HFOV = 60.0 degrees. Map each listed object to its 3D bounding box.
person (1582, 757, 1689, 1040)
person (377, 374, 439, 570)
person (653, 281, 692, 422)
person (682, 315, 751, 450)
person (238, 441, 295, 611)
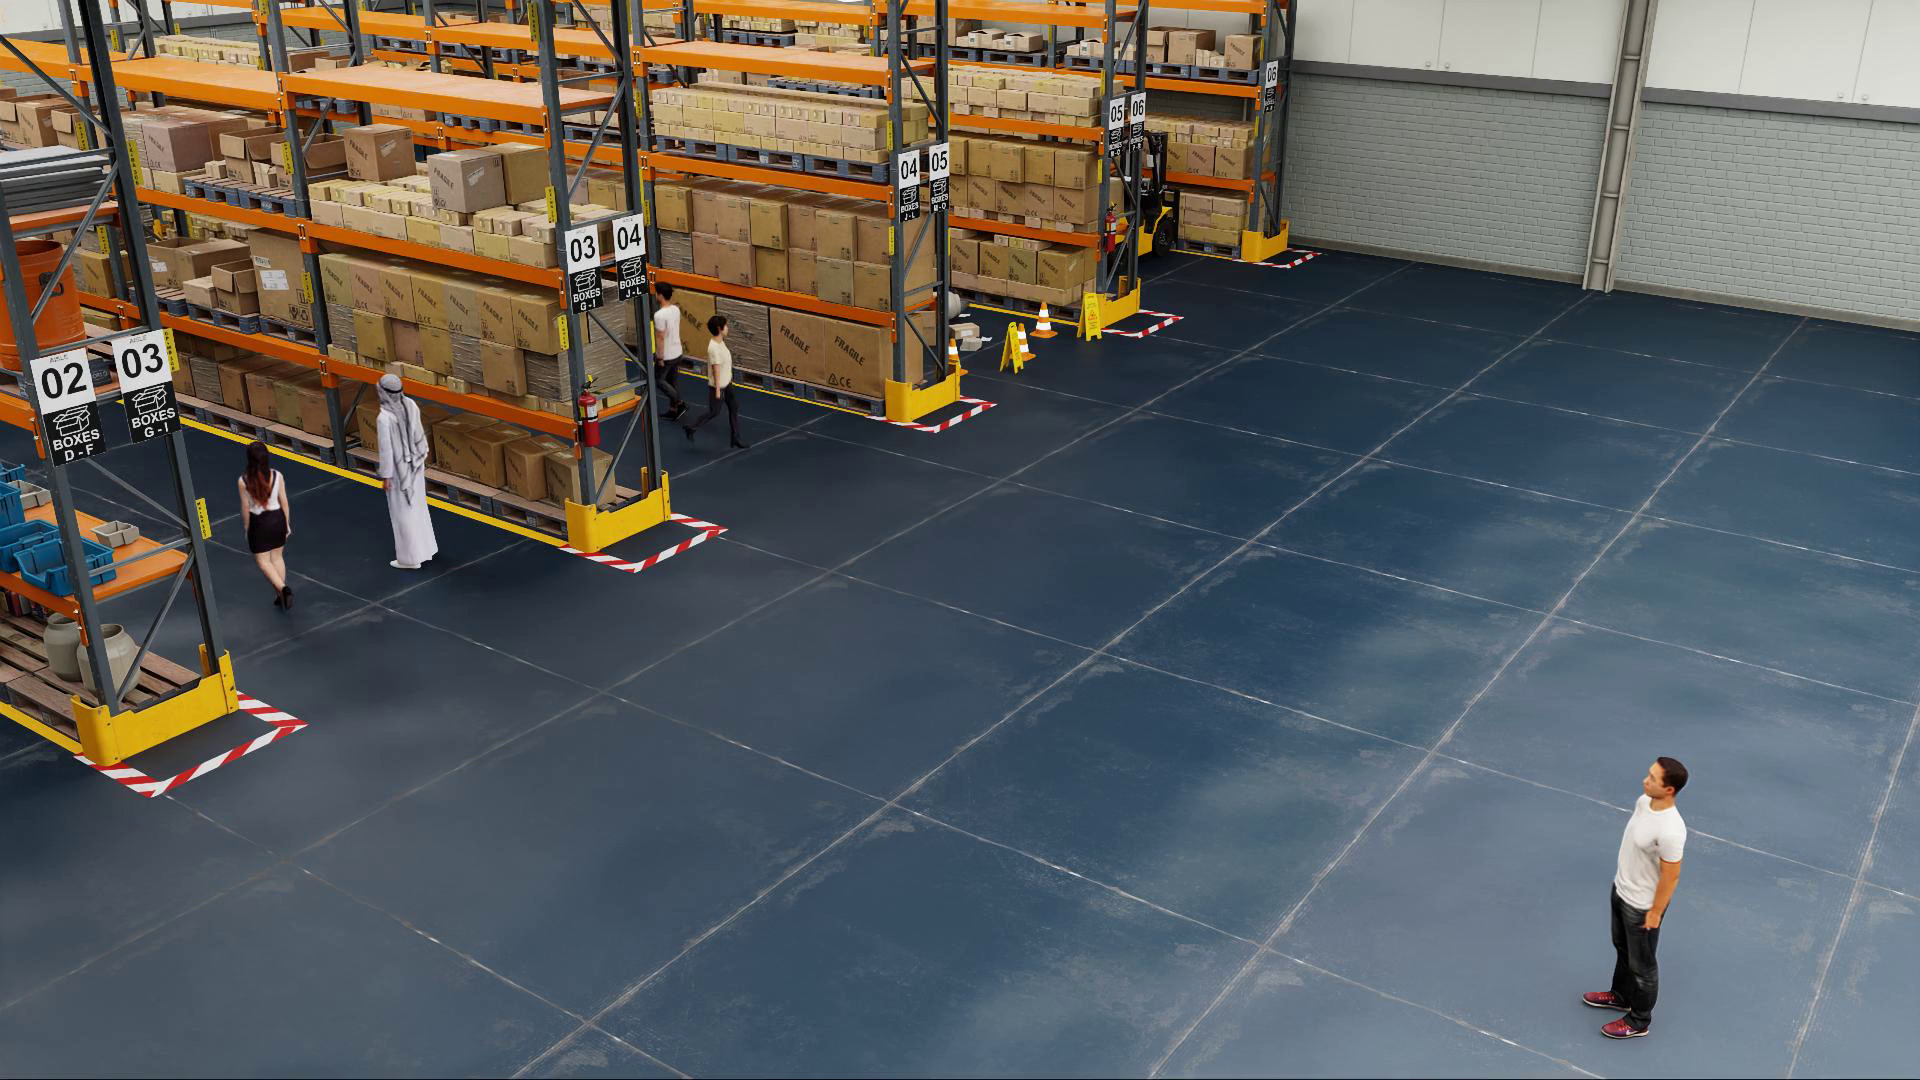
[{"bbox_3d":[3.967,2.054,9.642,0.734,1.804,0.717,0,23,-1],"label":"person"},{"bbox_3d":[-5.315,-0.665,15.878,0.722,1.926,0.742,9,24,19],"label":"person"},{"bbox_3d":[-3.420,-2.233,19.840,0.780,1.712,0.703,10,25,21],"label":"person"},{"bbox_3d":[-2.807,-1.756,18.917,1.090,1.556,0.904,2,23,6],"label":"person"},{"bbox_3d":[-6.160,-0.063,14.844,0.697,1.627,0.926,-17,29,-35],"label":"person"}]
